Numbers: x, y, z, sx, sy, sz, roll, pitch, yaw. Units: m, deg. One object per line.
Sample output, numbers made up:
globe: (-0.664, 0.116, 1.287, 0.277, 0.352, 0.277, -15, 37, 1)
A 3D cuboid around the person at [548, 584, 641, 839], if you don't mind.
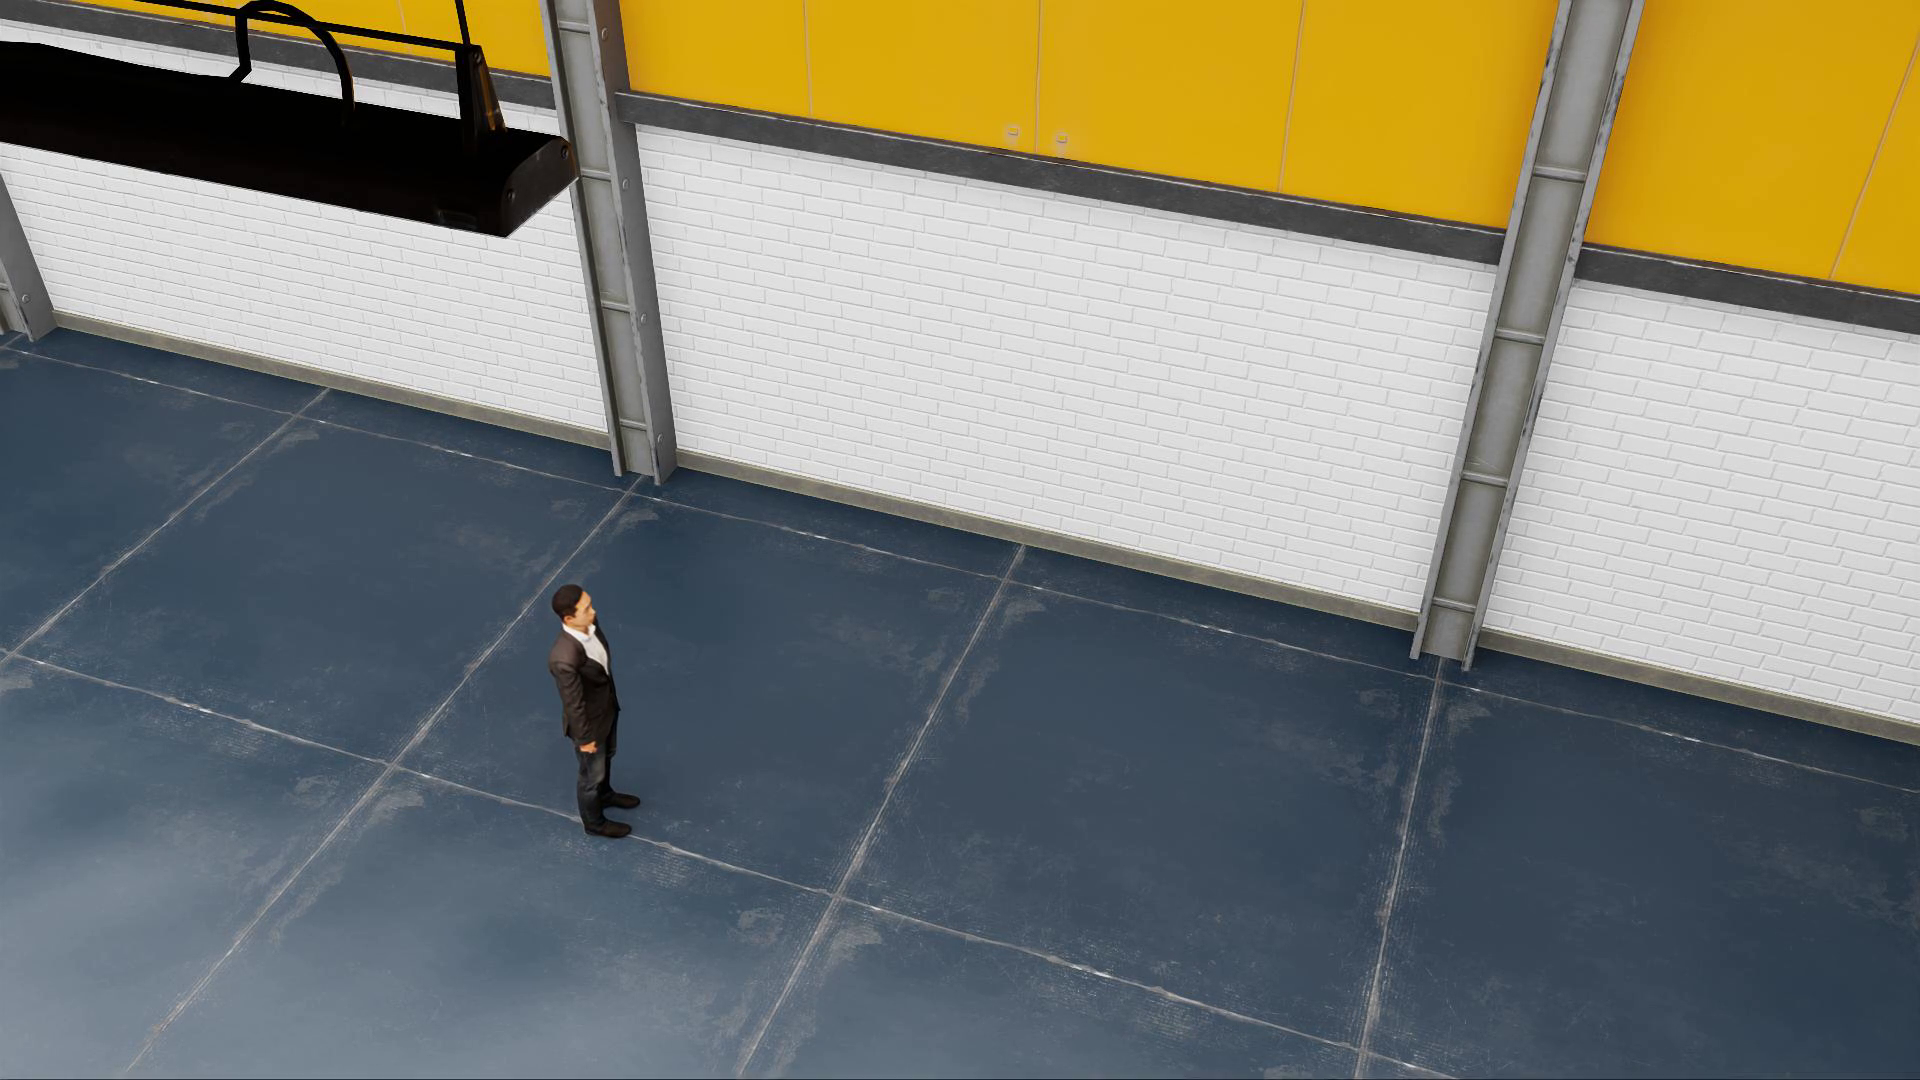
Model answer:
person: (-2.109, 0.969, 9.414, 0.608, 1.802, 0.705, 5, 39, 7)
